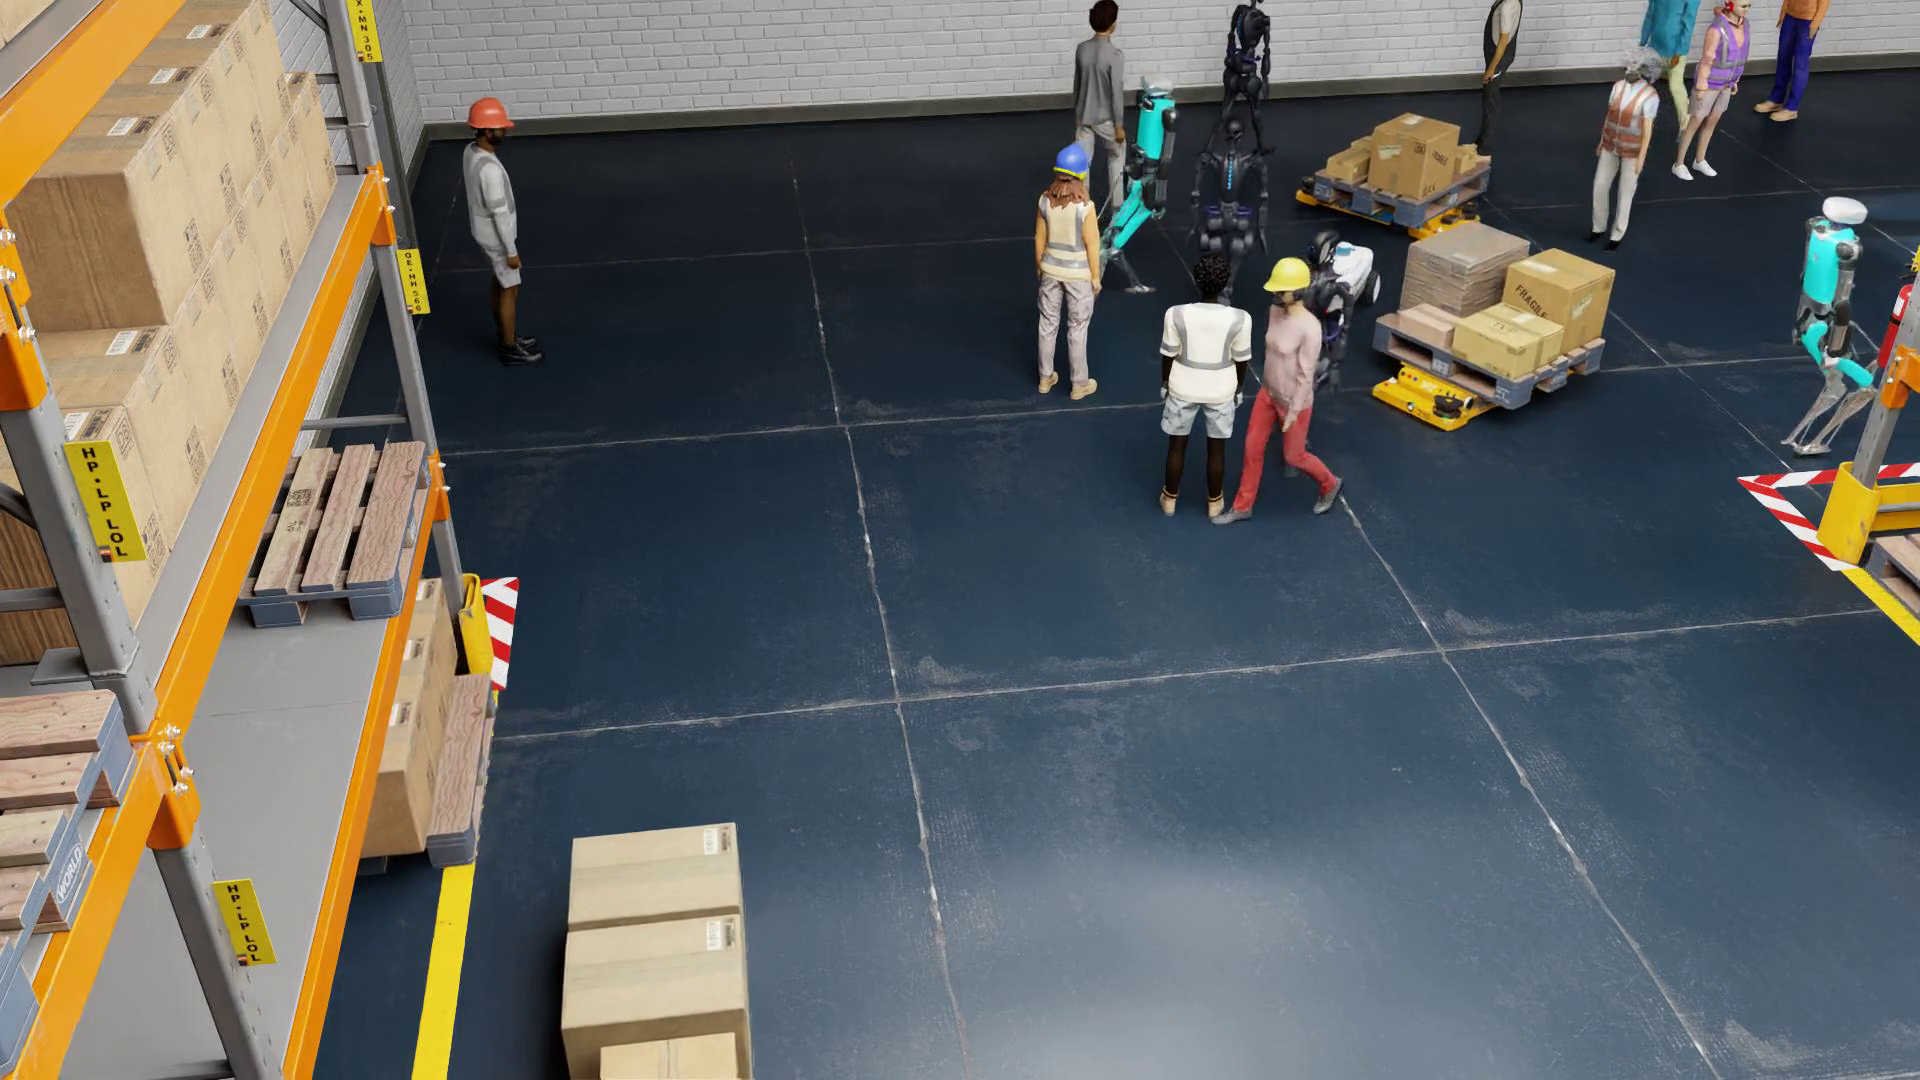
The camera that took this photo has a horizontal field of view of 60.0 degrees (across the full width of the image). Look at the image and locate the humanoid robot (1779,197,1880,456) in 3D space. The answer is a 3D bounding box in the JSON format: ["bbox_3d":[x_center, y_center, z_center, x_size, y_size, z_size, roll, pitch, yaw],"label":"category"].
[{"bbox_3d":[5.586,-1.287,10.506,0.769,1.804,0.535,-1,33,-1],"label":"humanoid robot"}]

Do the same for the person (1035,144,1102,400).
[{"bbox_3d":[0.725,-1.800,11.228,0.471,1.778,0.310,16,36,23],"label":"person"}]

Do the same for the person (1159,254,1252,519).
[{"bbox_3d":[1.443,-0.895,9.924,0.535,1.692,0.319,4,33,7],"label":"person"}]

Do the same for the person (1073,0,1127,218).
[{"bbox_3d":[1.220,-3.554,13.825,0.571,1.873,0.779,23,40,31],"label":"person"}]

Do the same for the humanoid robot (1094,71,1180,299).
[{"bbox_3d":[1.184,-2.568,12.532,0.789,1.861,0.539,-12,35,-17],"label":"humanoid robot"}]

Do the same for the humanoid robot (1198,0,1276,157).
[{"bbox_3d":[2.589,-4.304,15.214,0.795,1.631,0.603,-17,37,-24],"label":"humanoid robot"}]

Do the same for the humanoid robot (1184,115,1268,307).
[{"bbox_3d":[1.943,-2.263,12.088,0.610,1.616,0.786,5,33,7],"label":"humanoid robot"}]

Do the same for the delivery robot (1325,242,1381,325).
[{"bbox_3d":[2.884,-1.963,12.615,0.499,0.613,0.814,15,36,21],"label":"delivery robot"}]

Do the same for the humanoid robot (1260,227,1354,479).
[{"bbox_3d":[2.157,-1.180,10.371,0.601,1.643,0.428,28,43,36],"label":"humanoid robot"}]

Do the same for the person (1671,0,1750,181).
[{"bbox_3d":[6.684,-4.027,14.727,0.477,1.683,0.357,-16,36,-23],"label":"person"}]

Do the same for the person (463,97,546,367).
[{"bbox_3d":[-3.200,-2.137,11.614,0.390,1.927,0.548,-16,37,-23],"label":"person"}]

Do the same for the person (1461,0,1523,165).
[{"bbox_3d":[4.829,-4.327,15.042,0.346,1.846,0.507,10,34,15],"label":"person"}]

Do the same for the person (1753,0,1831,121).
[{"bbox_3d":[8.131,-5.072,16.075,0.405,1.972,0.517,-11,35,-16],"label":"person"}]

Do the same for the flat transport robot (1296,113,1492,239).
[{"bbox_3d":[3.677,-2.906,14.306,1.431,0.231,0.659,28,42,36],"label":"flat transport robot"}]

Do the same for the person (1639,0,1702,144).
[{"bbox_3d":[6.672,-4.616,15.595,0.517,1.723,0.746,-15,36,-21],"label":"person"}]

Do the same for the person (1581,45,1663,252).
[{"bbox_3d":[5.323,-3.141,13.374,0.340,1.676,0.479,-20,38,-28],"label":"person"}]

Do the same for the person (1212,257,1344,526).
[{"bbox_3d":[1.965,-0.862,9.831,0.765,1.738,0.525,-15,36,-21],"label":"person"}]

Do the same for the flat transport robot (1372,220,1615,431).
[{"bbox_3d":[3.615,-1.167,11.640,1.431,0.231,0.659,-23,40,-31],"label":"flat transport robot"}]
